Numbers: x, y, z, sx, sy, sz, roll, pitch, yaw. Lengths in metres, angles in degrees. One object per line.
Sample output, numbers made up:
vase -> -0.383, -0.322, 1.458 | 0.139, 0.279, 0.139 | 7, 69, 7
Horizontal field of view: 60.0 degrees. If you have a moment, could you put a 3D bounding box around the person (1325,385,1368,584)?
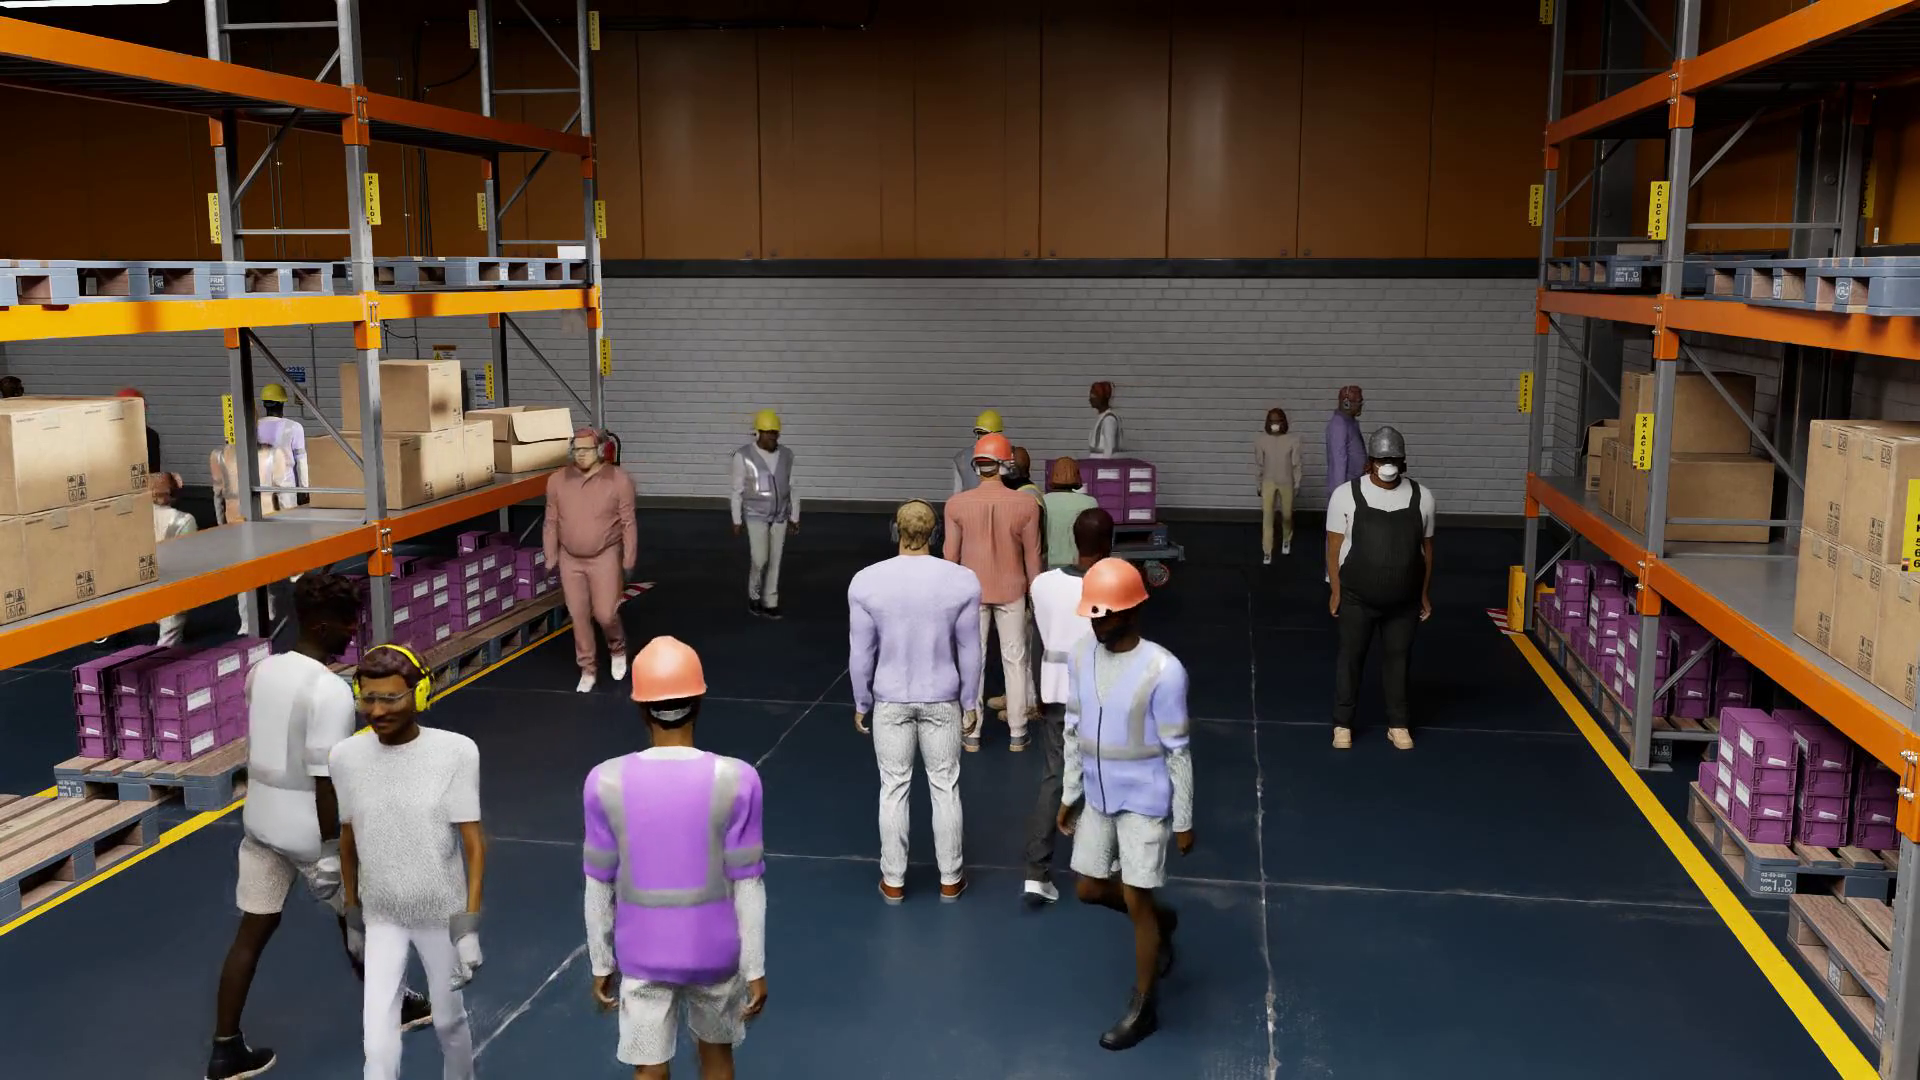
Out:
person -> 3.693, -0.524, 15.893 | 0.403, 1.906, 0.651 | 3, 10, 18

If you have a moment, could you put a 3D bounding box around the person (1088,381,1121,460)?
person -> 1.444, -0.694, 17.051 | 0.411, 1.870, 0.607 | 0, 9, -3

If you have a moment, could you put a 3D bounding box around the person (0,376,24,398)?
person -> -10.334, -0.872, 18.227 | 0.507, 1.846, 0.345 | 4, 10, 24

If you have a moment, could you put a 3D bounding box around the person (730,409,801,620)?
person -> -1.643, -0.211, 14.219 | 0.621, 1.817, 0.427 | -6, 11, -34

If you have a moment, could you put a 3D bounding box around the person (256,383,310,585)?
person -> -6.503, -0.529, 15.859 | 0.594, 1.925, 0.378 | 0, 9, -2

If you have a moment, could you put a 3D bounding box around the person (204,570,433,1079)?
person -> -2.444, 1.048, 6.240 | 0.694, 1.901, 0.987 | 6, 11, 33

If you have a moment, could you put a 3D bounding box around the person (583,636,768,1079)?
person -> -0.859, 1.251, 4.988 | 0.560, 1.909, 0.843 | 0, 9, 0

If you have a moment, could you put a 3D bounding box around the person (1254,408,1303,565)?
person -> 3.295, -0.586, 17.219 | 0.501, 1.600, 0.797 | 2, 10, 15

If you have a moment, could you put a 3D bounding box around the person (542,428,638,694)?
person -> -2.638, 0.144, 11.819 | 0.646, 1.892, 0.448 | 1, 9, 5

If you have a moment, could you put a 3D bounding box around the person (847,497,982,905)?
person -> -0.211, 0.764, 7.851 | 0.628, 1.939, 0.375 | 0, 9, -1

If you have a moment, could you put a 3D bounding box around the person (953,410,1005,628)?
person -> 0.242, -0.177, 13.978 | 0.600, 1.832, 0.404 | 5, 10, 27

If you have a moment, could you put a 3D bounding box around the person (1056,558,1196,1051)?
person -> 0.698, 0.994, 6.513 | 0.679, 1.917, 0.559 | -9, 13, -43

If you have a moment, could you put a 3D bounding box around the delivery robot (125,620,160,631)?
delivery robot -> -6.636, 0.514, 13.357 | 0.707, 0.478, 0.477 | -3, 10, -17

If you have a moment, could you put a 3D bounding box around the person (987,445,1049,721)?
person -> 0.367, 0.284, 11.114 | 0.429, 1.840, 0.632 | -1, 9, -9

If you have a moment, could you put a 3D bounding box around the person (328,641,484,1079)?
person -> -1.755, 1.232, 5.291 | 0.512, 1.831, 0.857 | -1, 9, -3

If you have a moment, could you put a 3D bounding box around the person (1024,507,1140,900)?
person -> 0.572, 0.775, 8.000 | 0.608, 1.877, 0.978 | 5, 11, 29

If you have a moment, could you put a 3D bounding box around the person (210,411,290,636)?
person -> -5.925, -0.198, 13.933 | 0.598, 1.896, 0.869 | -3, 10, -17

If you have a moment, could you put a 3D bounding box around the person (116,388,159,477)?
person -> -7.471, -0.383, 14.879 | 0.648, 1.951, 0.470 | 2, 9, 13

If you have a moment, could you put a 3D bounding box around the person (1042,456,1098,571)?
person -> 0.776, 0.196, 12.329 | 0.497, 1.626, 0.288 | 1, 9, 6

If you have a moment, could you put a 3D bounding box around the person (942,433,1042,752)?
person -> 0.200, 0.331, 10.358 | 0.613, 1.991, 0.392 | 0, 9, 3

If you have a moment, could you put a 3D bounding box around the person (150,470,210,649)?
person -> -5.443, 0.316, 11.577 | 0.547, 1.611, 0.718 | 2, 9, 13

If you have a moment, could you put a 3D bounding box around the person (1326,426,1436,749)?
person -> 2.637, 0.303, 10.379 | 0.678, 2.000, 0.537 | 0, 9, 2
